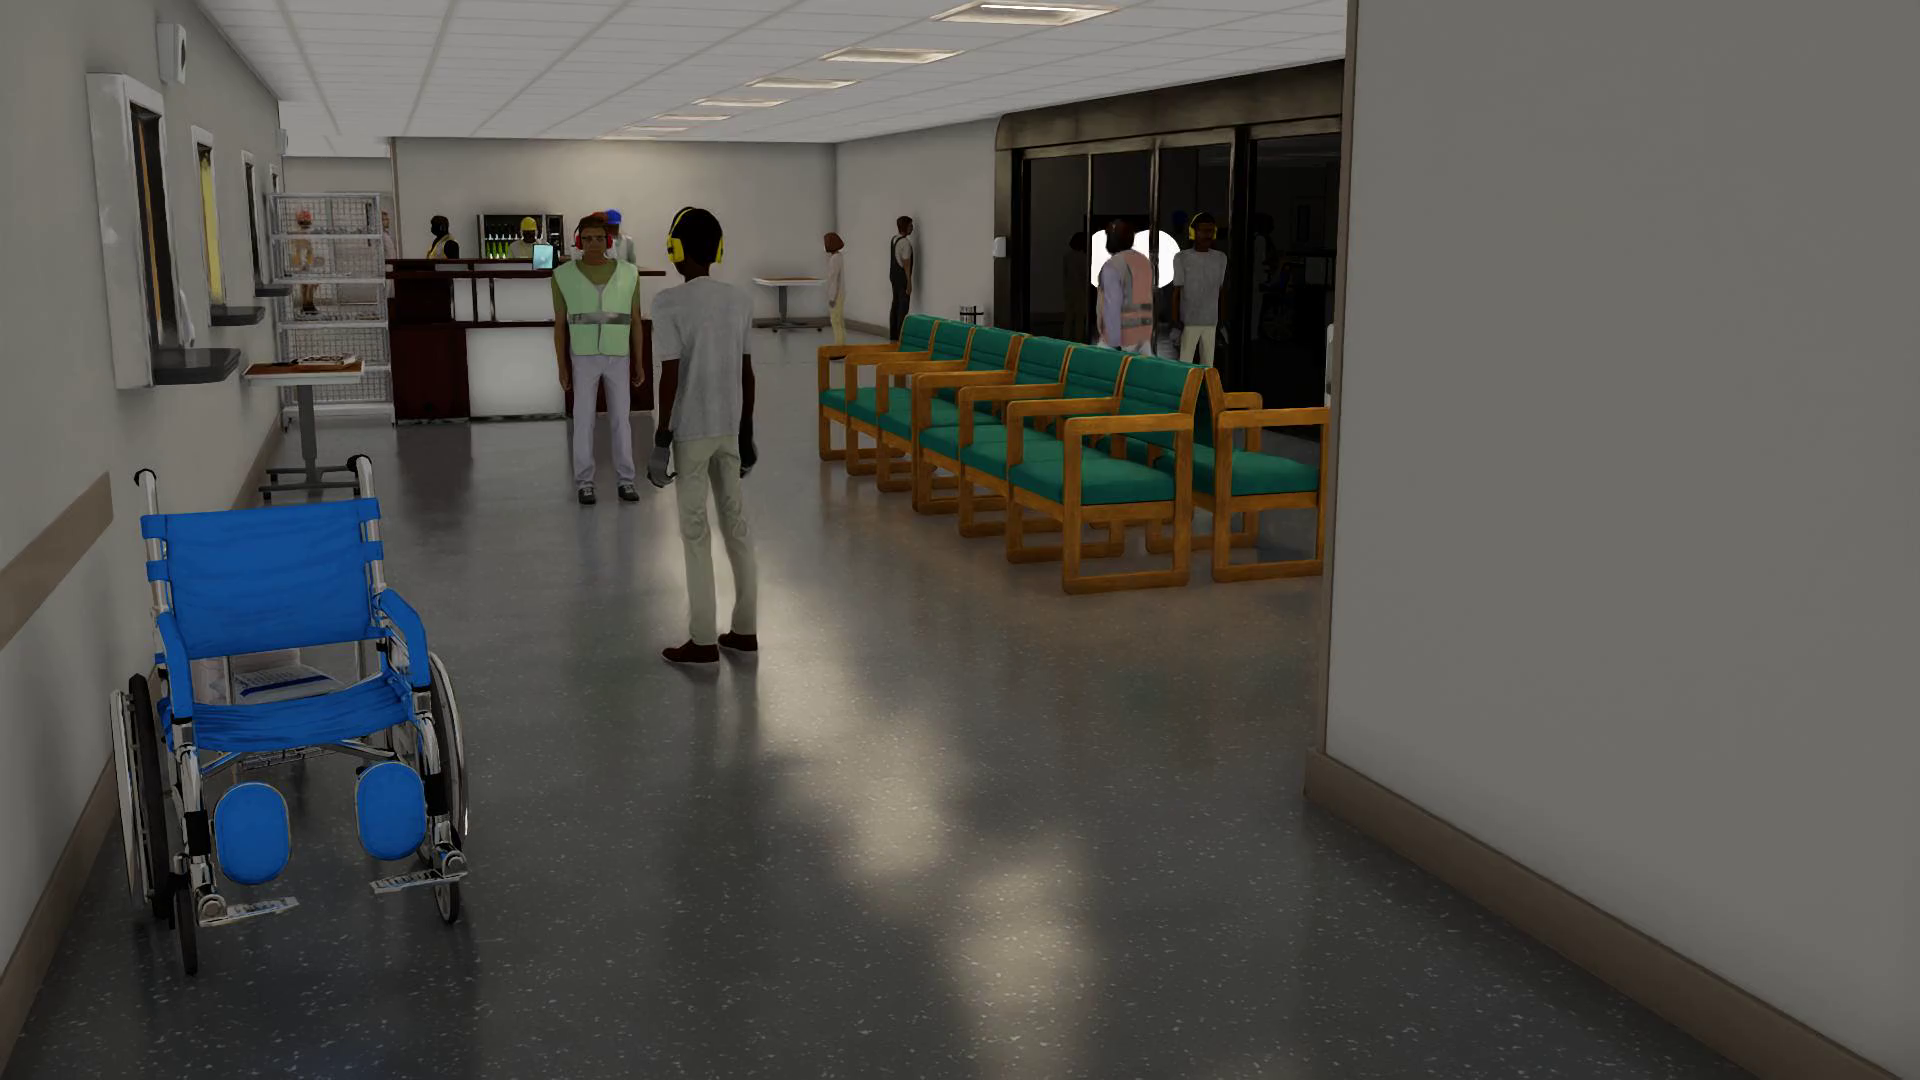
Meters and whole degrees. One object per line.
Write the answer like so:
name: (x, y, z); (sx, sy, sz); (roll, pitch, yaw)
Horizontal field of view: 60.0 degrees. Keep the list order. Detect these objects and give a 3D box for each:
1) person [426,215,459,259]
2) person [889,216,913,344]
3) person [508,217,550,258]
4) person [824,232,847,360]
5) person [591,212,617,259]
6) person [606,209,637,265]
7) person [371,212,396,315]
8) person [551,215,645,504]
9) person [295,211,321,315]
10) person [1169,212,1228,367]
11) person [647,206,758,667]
person: (-7.091, -3.518, 22.814); (0.429, 1.844, 0.626); (-9, 14, -39)
person: (-0.820, -3.650, 23.507); (0.340, 1.839, 0.511); (-6, 13, -28)
person: (-5.751, -3.412, 22.327); (0.587, 1.823, 0.404); (-3, 12, -16)
person: (-1.599, -3.110, 21.285); (0.285, 1.627, 0.504); (1, 11, 4)
person: (-4.424, -3.112, 20.610); (0.342, 1.883, 0.586); (-7, 13, -33)
person: (-4.574, -3.412, 22.060); (0.603, 1.923, 0.459); (-8, 14, -36)
person: (-10.097, -4.796, 29.201); (0.407, 1.906, 0.655); (-2, 11, -11)
person: (-2.322, -1.153, 10.693); (0.561, 1.838, 0.387); (-4, 12, -22)
person: (-12.087, -5.144, 30.924); (0.491, 1.924, 0.581); (-5, 12, -25)
person: (1.982, -1.768, 13.773); (0.533, 1.864, 0.310); (-4, 12, -20)
person: (-1.050, -0.414, 6.805); (0.313, 1.869, 0.528); (10, 15, 42)
